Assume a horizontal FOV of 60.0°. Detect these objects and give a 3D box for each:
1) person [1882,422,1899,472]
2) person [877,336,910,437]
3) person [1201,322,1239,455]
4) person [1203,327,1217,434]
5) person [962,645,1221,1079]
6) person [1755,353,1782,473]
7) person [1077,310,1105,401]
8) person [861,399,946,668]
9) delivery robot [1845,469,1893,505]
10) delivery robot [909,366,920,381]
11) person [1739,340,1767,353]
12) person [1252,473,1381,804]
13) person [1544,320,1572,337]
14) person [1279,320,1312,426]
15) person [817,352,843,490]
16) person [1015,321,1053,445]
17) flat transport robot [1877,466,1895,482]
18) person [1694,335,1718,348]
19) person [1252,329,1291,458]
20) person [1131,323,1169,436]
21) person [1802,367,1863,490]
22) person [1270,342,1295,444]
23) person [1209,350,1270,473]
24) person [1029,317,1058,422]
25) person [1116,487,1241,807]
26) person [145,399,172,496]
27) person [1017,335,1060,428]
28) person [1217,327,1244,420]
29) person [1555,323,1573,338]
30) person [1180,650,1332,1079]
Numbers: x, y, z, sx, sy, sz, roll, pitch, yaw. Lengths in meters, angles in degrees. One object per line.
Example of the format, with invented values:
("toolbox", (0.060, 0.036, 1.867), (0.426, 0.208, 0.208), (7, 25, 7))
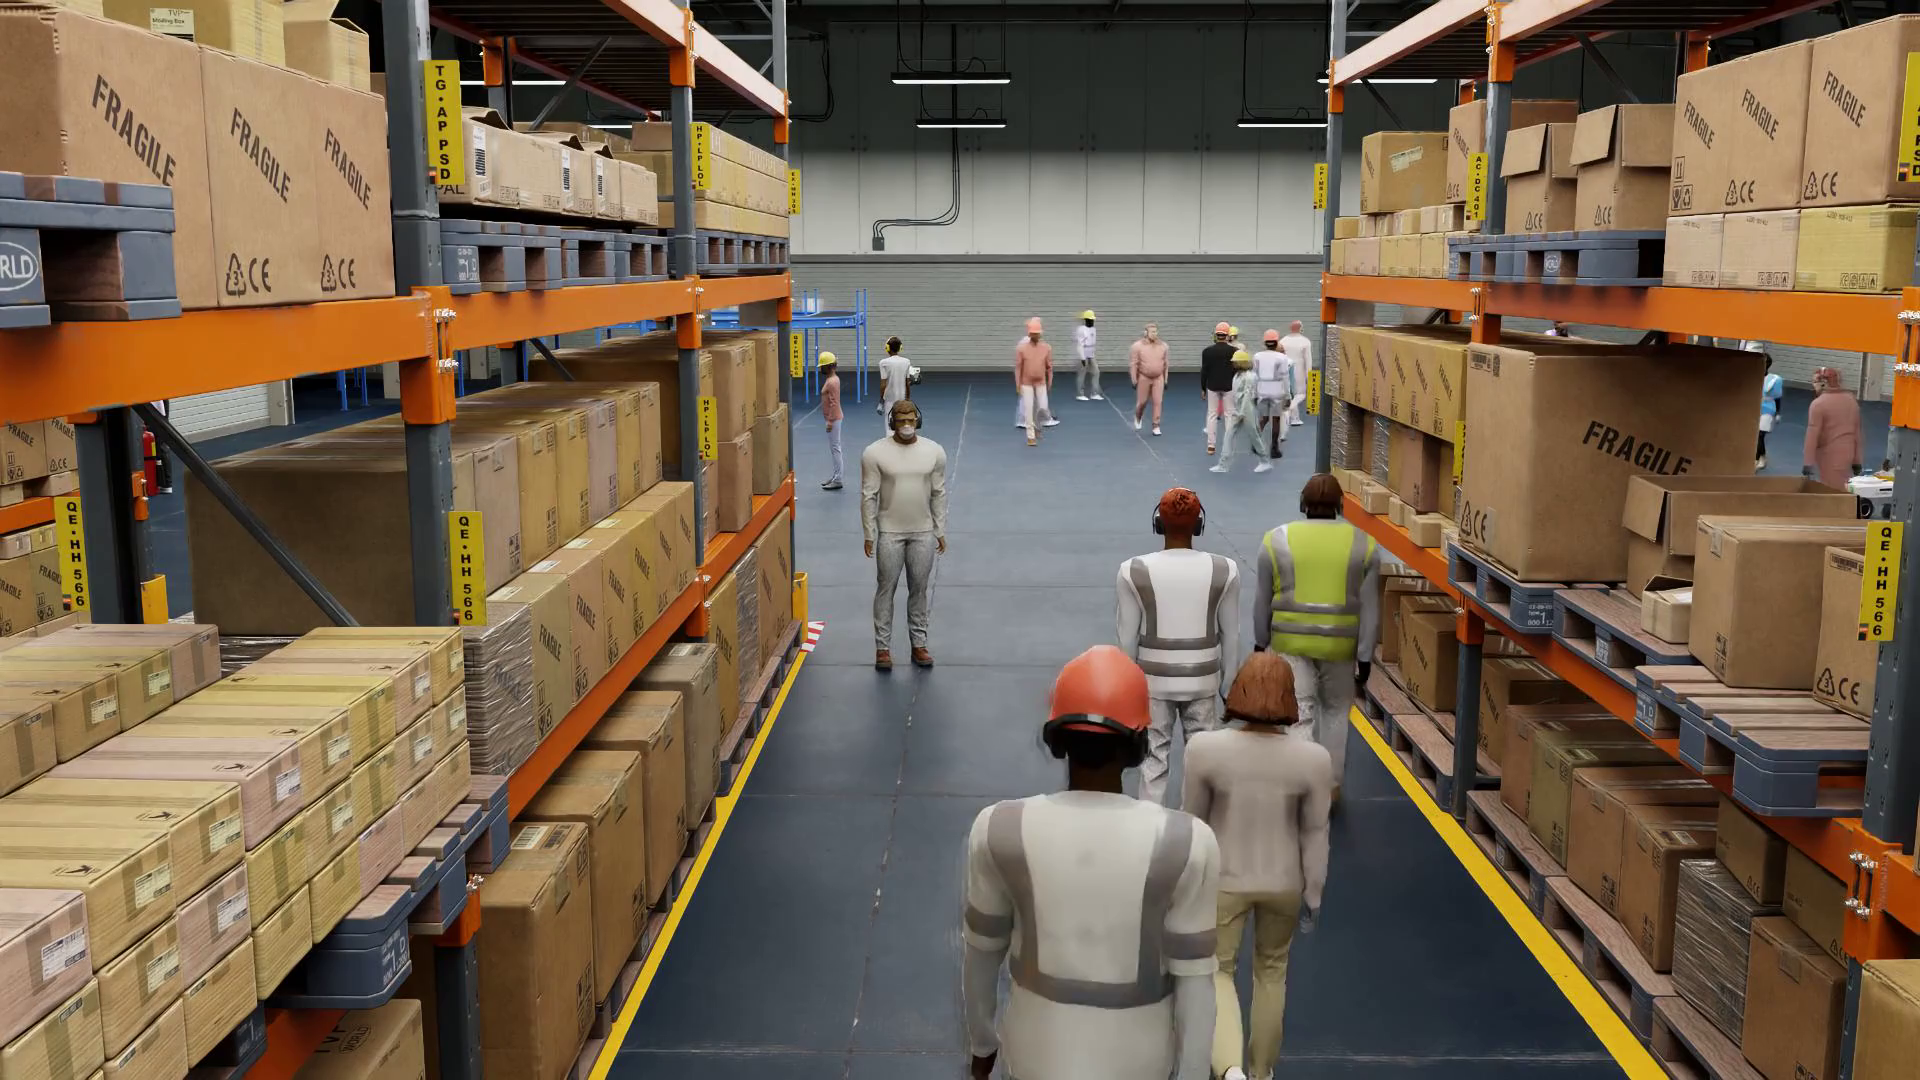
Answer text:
("person", (9.782, -0.879, 16.994), (0.483, 1.919, 0.552), (-7, 12, -38))
("person", (-0.940, -1.958, 23.581), (0.531, 1.870, 0.316), (-6, 11, -33))
("person", (3.972, -2.304, 25.281), (0.610, 1.996, 0.384), (3, 10, 16))
("person", (4.395, -2.675, 28.034), (0.532, 1.827, 0.971), (-1, 10, -8))
("person", (0.309, 1.240, 4.083), (0.628, 1.989, 1.042), (2, 10, 10))
("person", (11.169, -1.783, 23.163), (0.836, 1.666, 0.538), (-8, 12, -39))
("person", (2.742, -3.846, 34.793), (0.798, 1.893, 0.605), (9, 13, 43))
("person", (-0.400, -0.051, 11.955), (0.635, 1.937, 0.352), (-3, 10, -17))
("delivery robot", (10.352, -0.563, 19.008), (0.707, 0.478, 0.477), (-3, 10, -16))
("delivery robot", (-1.326, -4.019, 39.708), (0.707, 0.478, 0.477), (4, 10, 23))
("person", (17.051, -4.035, 35.791), (0.615, 1.945, 0.406), (-1, 10, -6))
("person", (1.855, 0.543, 8.753), (0.637, 1.808, 0.824), (1, 10, 8))
("person", (11.697, -3.495, 32.685), (0.564, 1.901, 0.853), (2, 10, 14))
("person", (5.927, -2.953, 29.490), (0.657, 1.886, 0.722), (9, 13, 44))
("person", (-1.666, -1.538, 21.402), (0.327, 1.760, 0.524), (-1, 9, -4))
("person", (1.172, -2.511, 26.562), (0.631, 1.978, 0.478), (-2, 10, -9))
("flat transport robot", (12.184, -0.771, 21.380), (0.652, 0.197, 1.431), (8, 12, 39))
("person", (16.288, -4.060, 36.372), (0.511, 1.817, 0.793), (4, 10, 24))
("person", (4.612, -2.174, 24.755), (0.594, 1.917, 0.524), (6, 11, 33))
("person", (3.216, -2.743, 28.267), (0.652, 1.887, 0.709), (-1, 10, -7))
("person", (8.836, -0.813, 16.800), (0.691, 1.861, 0.948), (-6, 11, -31))
("person", (5.067, -2.358, 26.669), (0.548, 1.624, 0.479), (0, 9, -2))
("person", (3.929, -1.780, 23.028), (0.891, 1.702, 0.494), (-4, 10, -22))
("person", (1.417, -3.105, 30.378), (0.823, 1.899, 0.550), (-4, 10, -21))
("person", (1.002, 0.690, 7.689), (0.576, 1.882, 0.355), (0, 9, -1))
("person", (-10.155, -1.519, 20.812), (0.397, 1.919, 0.590), (5, 11, 27))
("person", (1.345, -2.895, 29.251), (0.896, 1.850, 0.698), (-5, 11, -27))
("person", (4.975, -3.043, 30.518), (0.889, 1.719, 0.539), (-8, 13, -41))
("person", (11.049, -3.088, 30.602), (0.949, 1.795, 0.625), (-5, 11, -26))
("person", (0.985, 1.176, 5.578), (0.505, 1.610, 0.622), (1, 10, 5))
